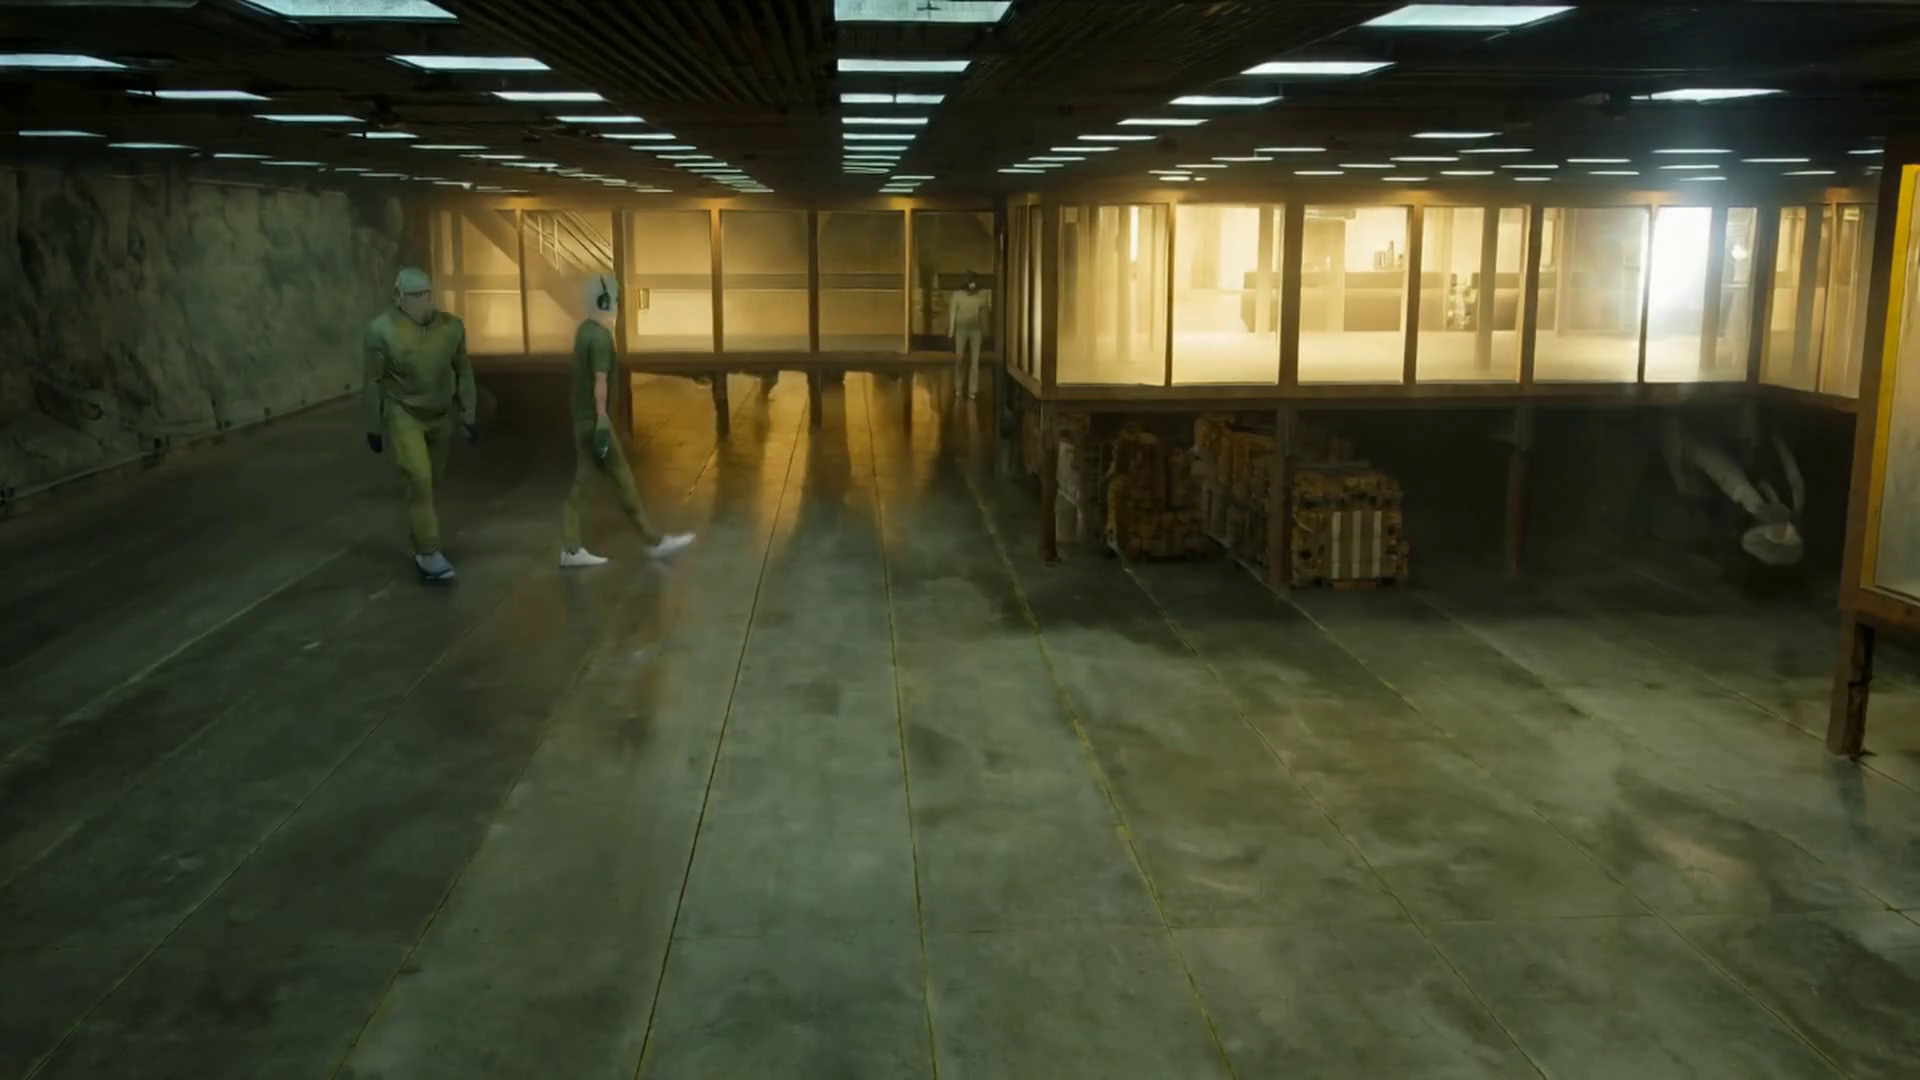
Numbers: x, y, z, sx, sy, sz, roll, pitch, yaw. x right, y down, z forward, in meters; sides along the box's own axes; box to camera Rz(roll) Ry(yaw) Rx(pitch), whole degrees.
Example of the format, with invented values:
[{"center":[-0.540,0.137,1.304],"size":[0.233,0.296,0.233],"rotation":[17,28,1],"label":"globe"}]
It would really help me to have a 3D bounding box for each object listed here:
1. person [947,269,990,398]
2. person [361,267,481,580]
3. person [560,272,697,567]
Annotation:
[{"center":[0.108,-2.592,20.926],"size":[0.545,1.616,0.364],"rotation":[0,11,1],"label":"person"},{"center":[-3.227,-0.709,10.111],"size":[0.632,1.865,0.860],"rotation":[-10,15,-43],"label":"person"},{"center":[-2.130,-0.750,10.434],"size":[0.913,1.830,0.554],"rotation":[-6,12,-29],"label":"person"}]
